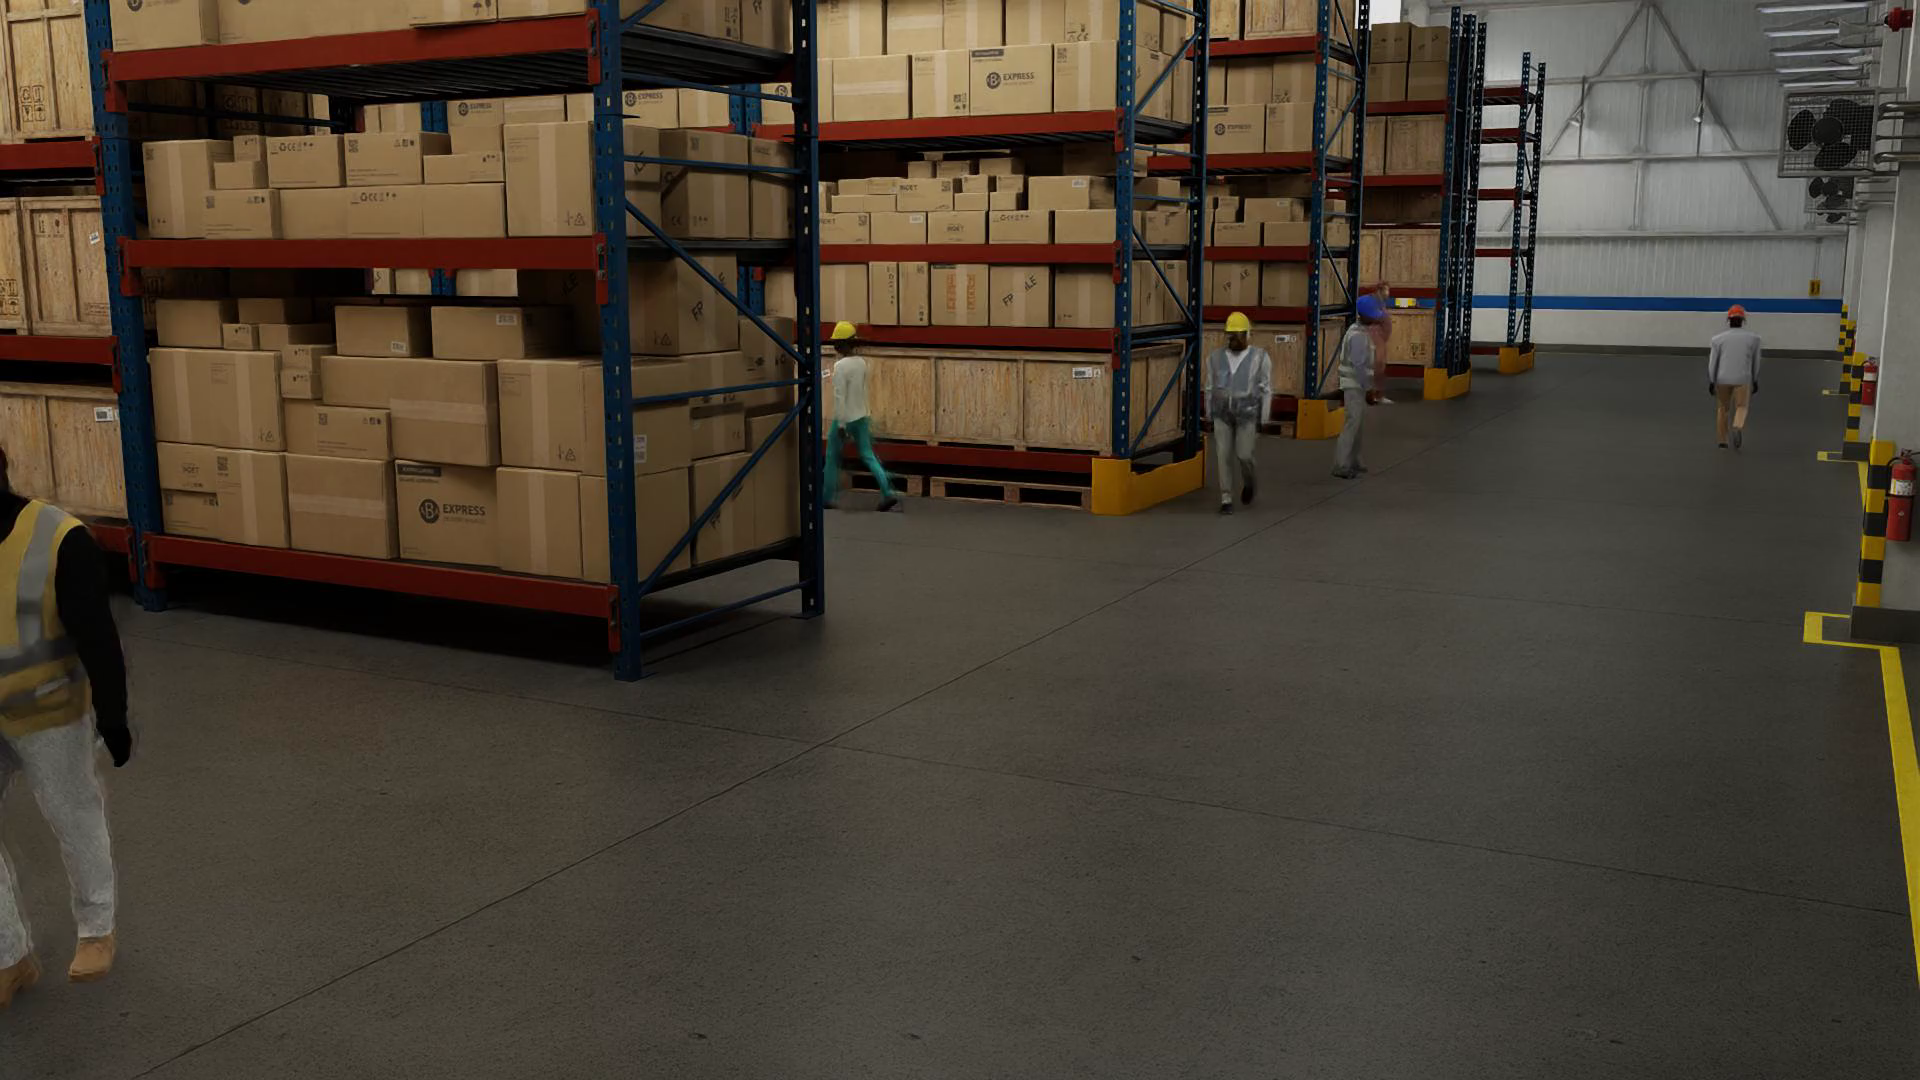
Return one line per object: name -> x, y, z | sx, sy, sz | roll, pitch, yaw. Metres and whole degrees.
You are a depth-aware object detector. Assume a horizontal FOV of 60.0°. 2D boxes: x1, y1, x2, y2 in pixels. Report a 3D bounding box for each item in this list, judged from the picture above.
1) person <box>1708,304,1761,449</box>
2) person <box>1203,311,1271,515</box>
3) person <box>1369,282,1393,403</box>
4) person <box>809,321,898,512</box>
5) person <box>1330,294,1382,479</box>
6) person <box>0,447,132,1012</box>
person -> 9.131, -1.916, 19.643 | 0.571, 1.732, 0.546 | 5, 11, 27
person -> 2.475, -1.139, 14.899 | 0.599, 1.817, 0.478 | 4, 11, 23
person -> 6.401, -3.054, 25.792 | 0.618, 1.895, 0.650 | 3, 10, 18
person -> -0.964, -1.108, 15.011 | 0.888, 1.732, 0.531 | 6, 11, 30
person -> 4.137, -1.594, 17.297 | 0.444, 1.909, 0.828 | 3, 10, 16
person -> -2.939, 0.555, 5.136 | 0.737, 1.800, 0.713 | -1, 10, -3
